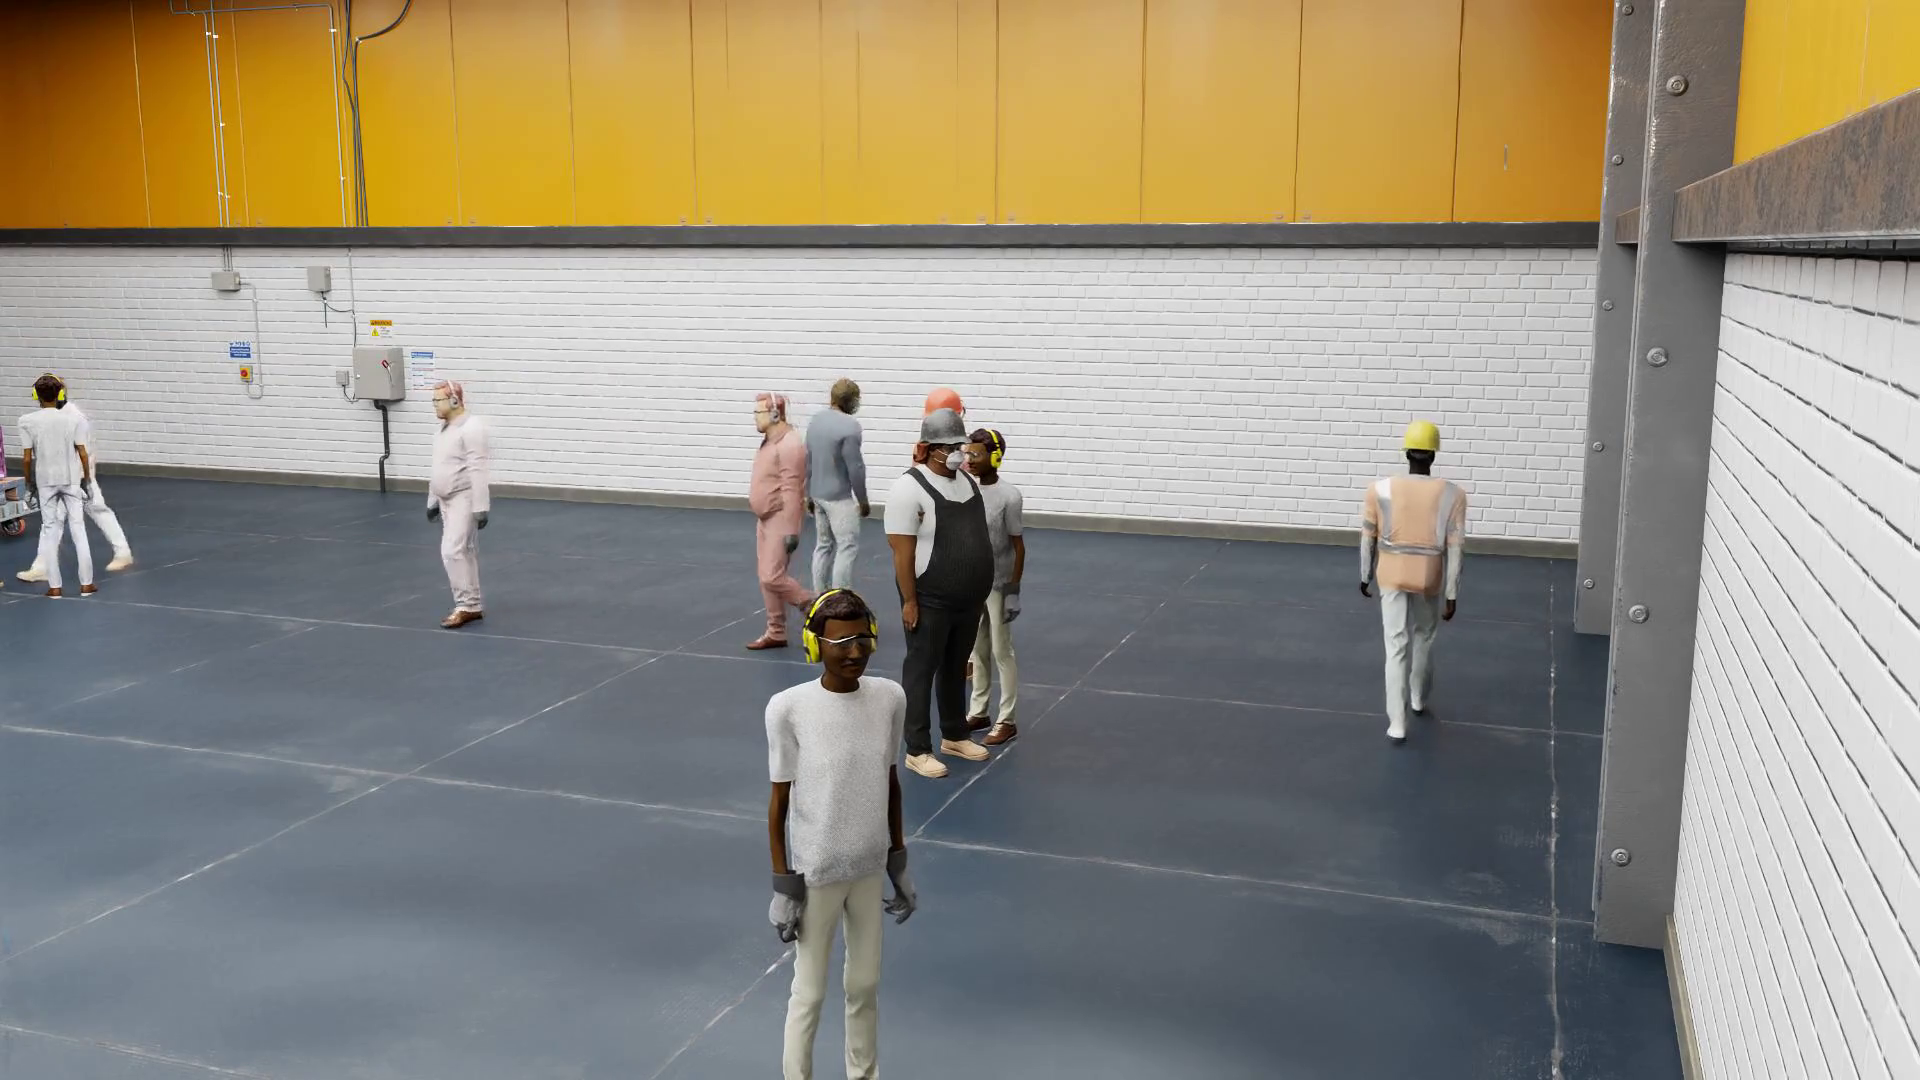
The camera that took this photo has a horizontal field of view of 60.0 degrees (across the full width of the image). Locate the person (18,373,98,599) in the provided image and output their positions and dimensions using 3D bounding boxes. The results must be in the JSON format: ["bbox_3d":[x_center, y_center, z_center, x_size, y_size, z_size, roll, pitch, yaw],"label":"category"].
[{"bbox_3d":[-7.491,-0.447,13.814,0.519,1.874,0.326,-5,11,-28],"label":"person"}]

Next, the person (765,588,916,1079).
[{"bbox_3d":[-0.371,1.068,5.287,0.507,1.872,0.329,-7,12,-33],"label":"person"}]

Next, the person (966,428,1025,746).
[{"bbox_3d":[0.167,0.273,9.764,0.336,1.873,0.521,-8,13,-37],"label":"person"}]

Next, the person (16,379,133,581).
[{"bbox_3d":[-7.823,-0.546,14.664,0.634,1.788,1.007,6,12,32],"label":"person"}]

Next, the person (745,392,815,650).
[{"bbox_3d":[-1.277,-0.126,11.953,0.493,1.887,0.661,-5,11,-24],"label":"person"}]

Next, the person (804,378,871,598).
[{"bbox_3d":[-0.993,-0.307,12.976,0.398,1.911,0.867,-7,12,-34],"label":"person"}]

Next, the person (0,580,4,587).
[{"bbox_3d":[-8.351,-0.528,13.919,0.376,1.995,0.612,-2,10,-10],"label":"person"}]

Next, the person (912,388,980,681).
[{"bbox_3d":[-0.085,-0.036,11.186,0.619,1.981,0.408,6,12,30],"label":"person"}]

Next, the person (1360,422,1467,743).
[{"bbox_3d":[2.721,0.223,10.038,0.594,1.873,0.999,2,10,12],"label":"person"}]

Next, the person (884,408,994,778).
[{"bbox_3d":[-0.061,0.277,9.261,0.537,2.000,0.683,8,13,38],"label":"person"}]

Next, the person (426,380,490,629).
[{"bbox_3d":[-3.930,-0.272,12.750,0.558,1.893,0.681,-8,13,-39],"label":"person"}]
